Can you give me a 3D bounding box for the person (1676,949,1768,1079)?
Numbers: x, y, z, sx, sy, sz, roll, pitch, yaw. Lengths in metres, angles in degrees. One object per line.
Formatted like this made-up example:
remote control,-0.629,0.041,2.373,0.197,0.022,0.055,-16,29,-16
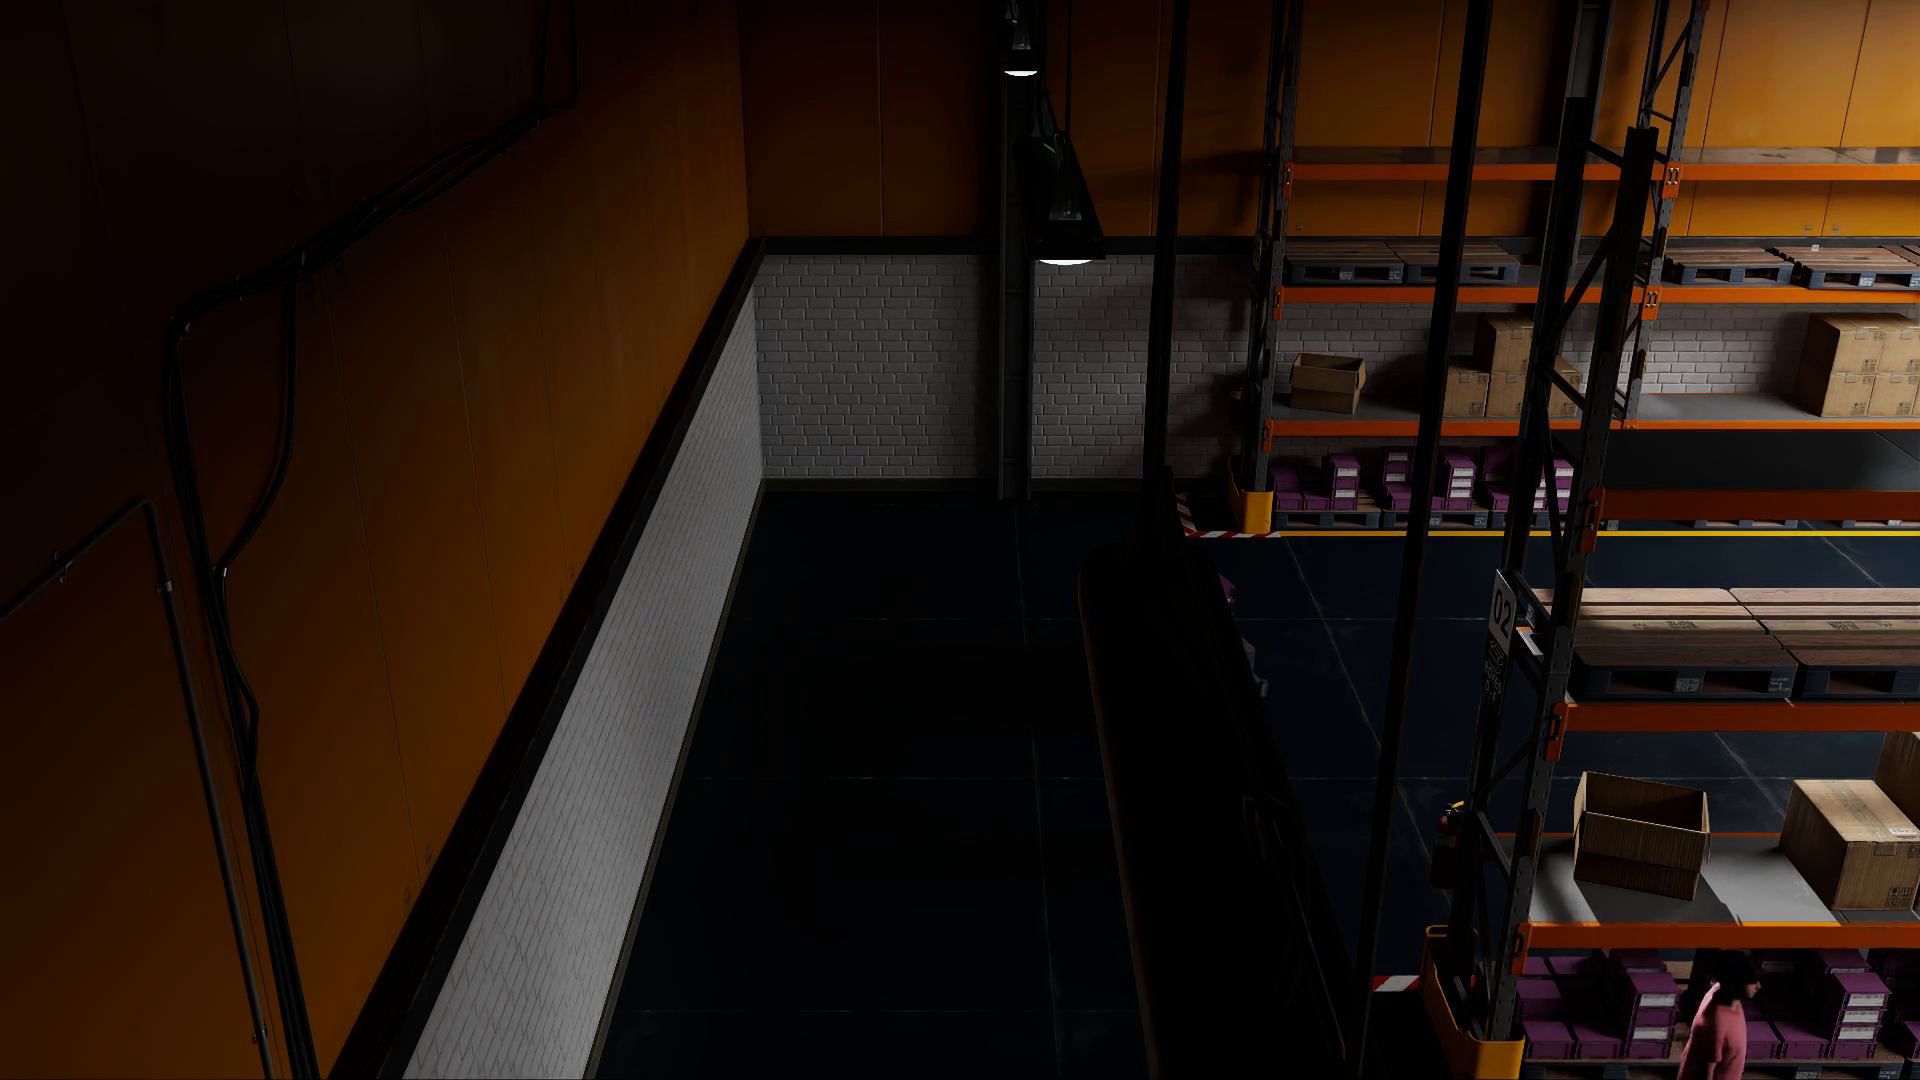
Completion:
person,3.980,3.020,9.156,1.238,1.931,0.957,11,26,23
